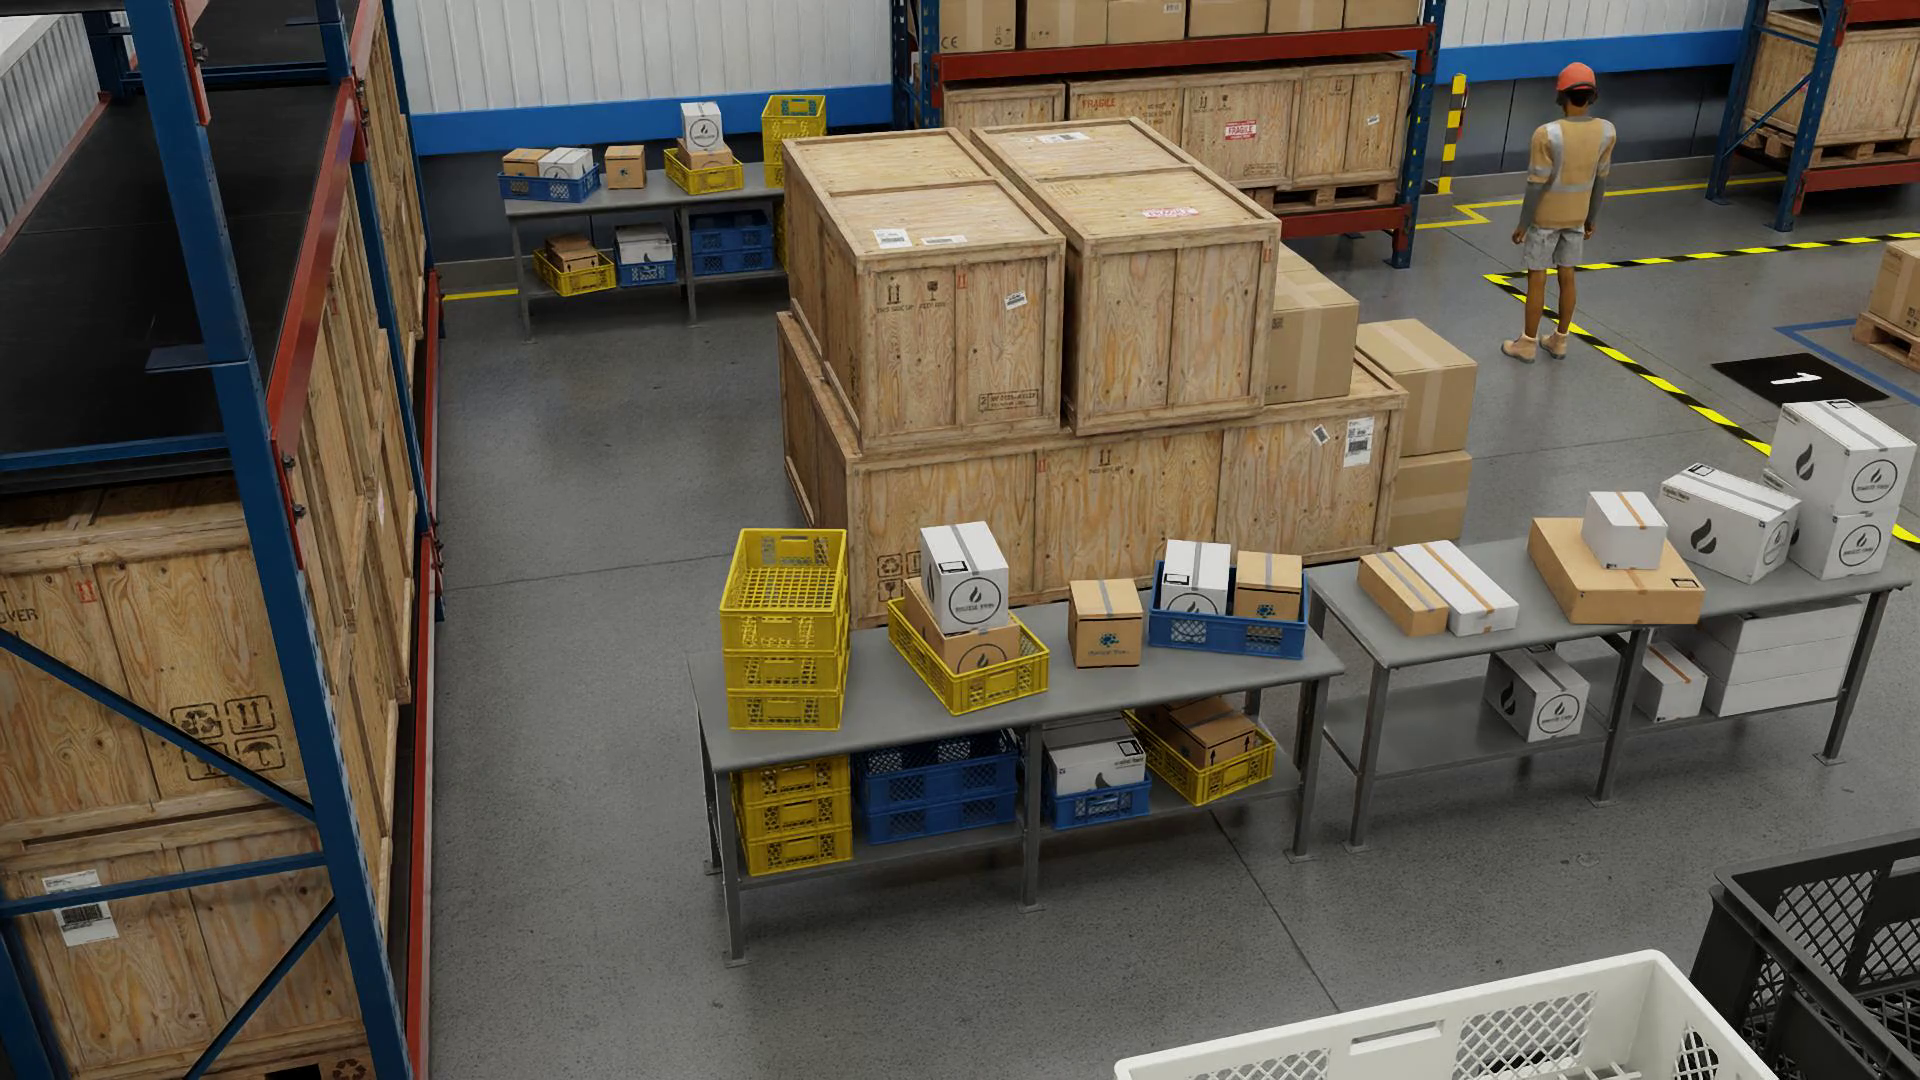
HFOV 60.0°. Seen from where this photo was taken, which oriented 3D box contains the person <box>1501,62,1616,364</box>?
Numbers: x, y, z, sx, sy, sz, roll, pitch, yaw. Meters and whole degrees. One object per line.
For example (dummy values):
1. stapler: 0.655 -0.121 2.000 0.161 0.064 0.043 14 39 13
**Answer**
1. person: 4.036 -2.198 11.283 0.613 2.028 0.399 -8 30 -13
